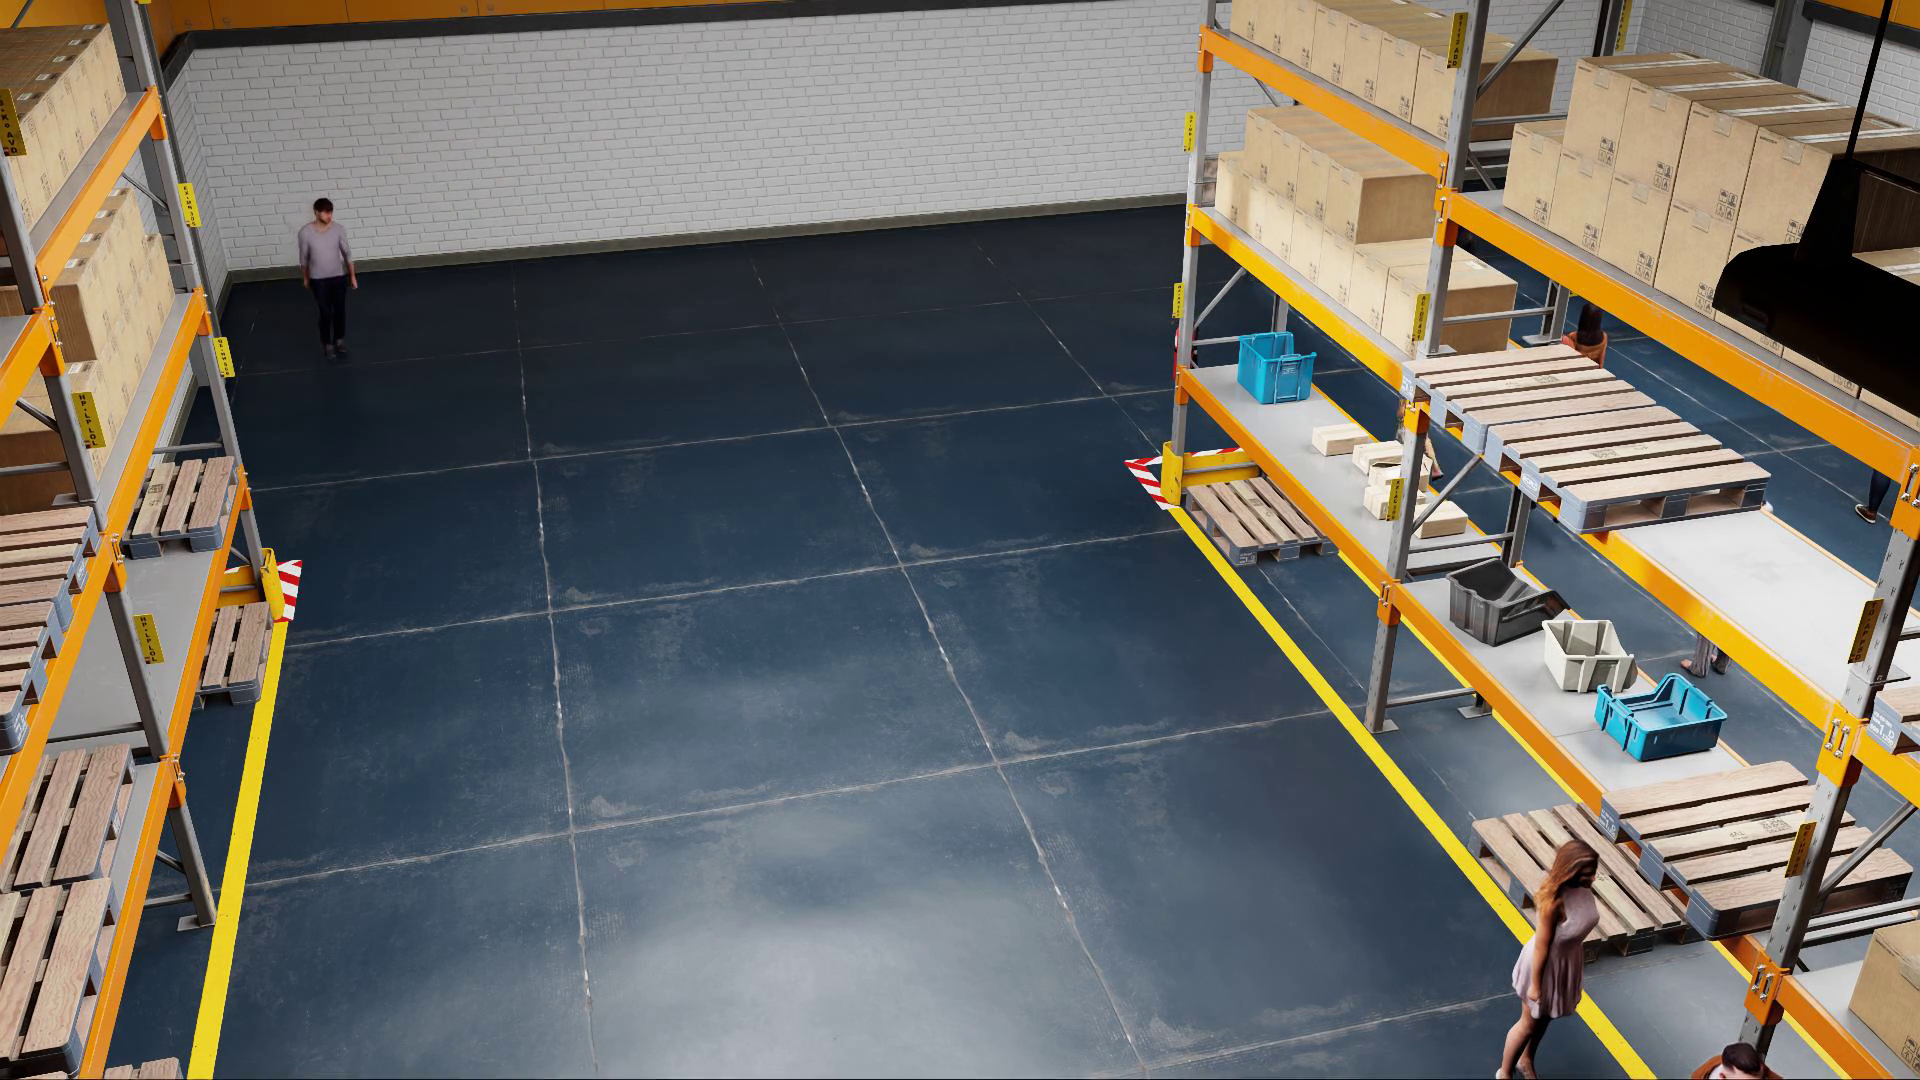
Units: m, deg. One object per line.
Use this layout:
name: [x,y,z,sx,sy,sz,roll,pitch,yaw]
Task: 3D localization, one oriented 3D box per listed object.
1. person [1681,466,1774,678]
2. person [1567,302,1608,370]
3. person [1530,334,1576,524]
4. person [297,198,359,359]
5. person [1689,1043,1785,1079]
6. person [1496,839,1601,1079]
person: [5.852,0.239,12.618,0.602,1.774,0.544,-5,29,-10]
person: [5.883,-1.463,15.829,0.591,1.688,0.543,-4,29,-6]
person: [5.270,-0.958,14.831,0.751,1.758,1.049,0,29,0]
person: [-7.013,-2.903,18.349,0.791,1.803,0.832,-12,31,-20]
person: [3.362,2.982,7.522,0.712,1.838,0.707,-5,29,-10]
person: [3.141,2.296,8.853,0.654,1.768,0.688,-20,35,-32]
